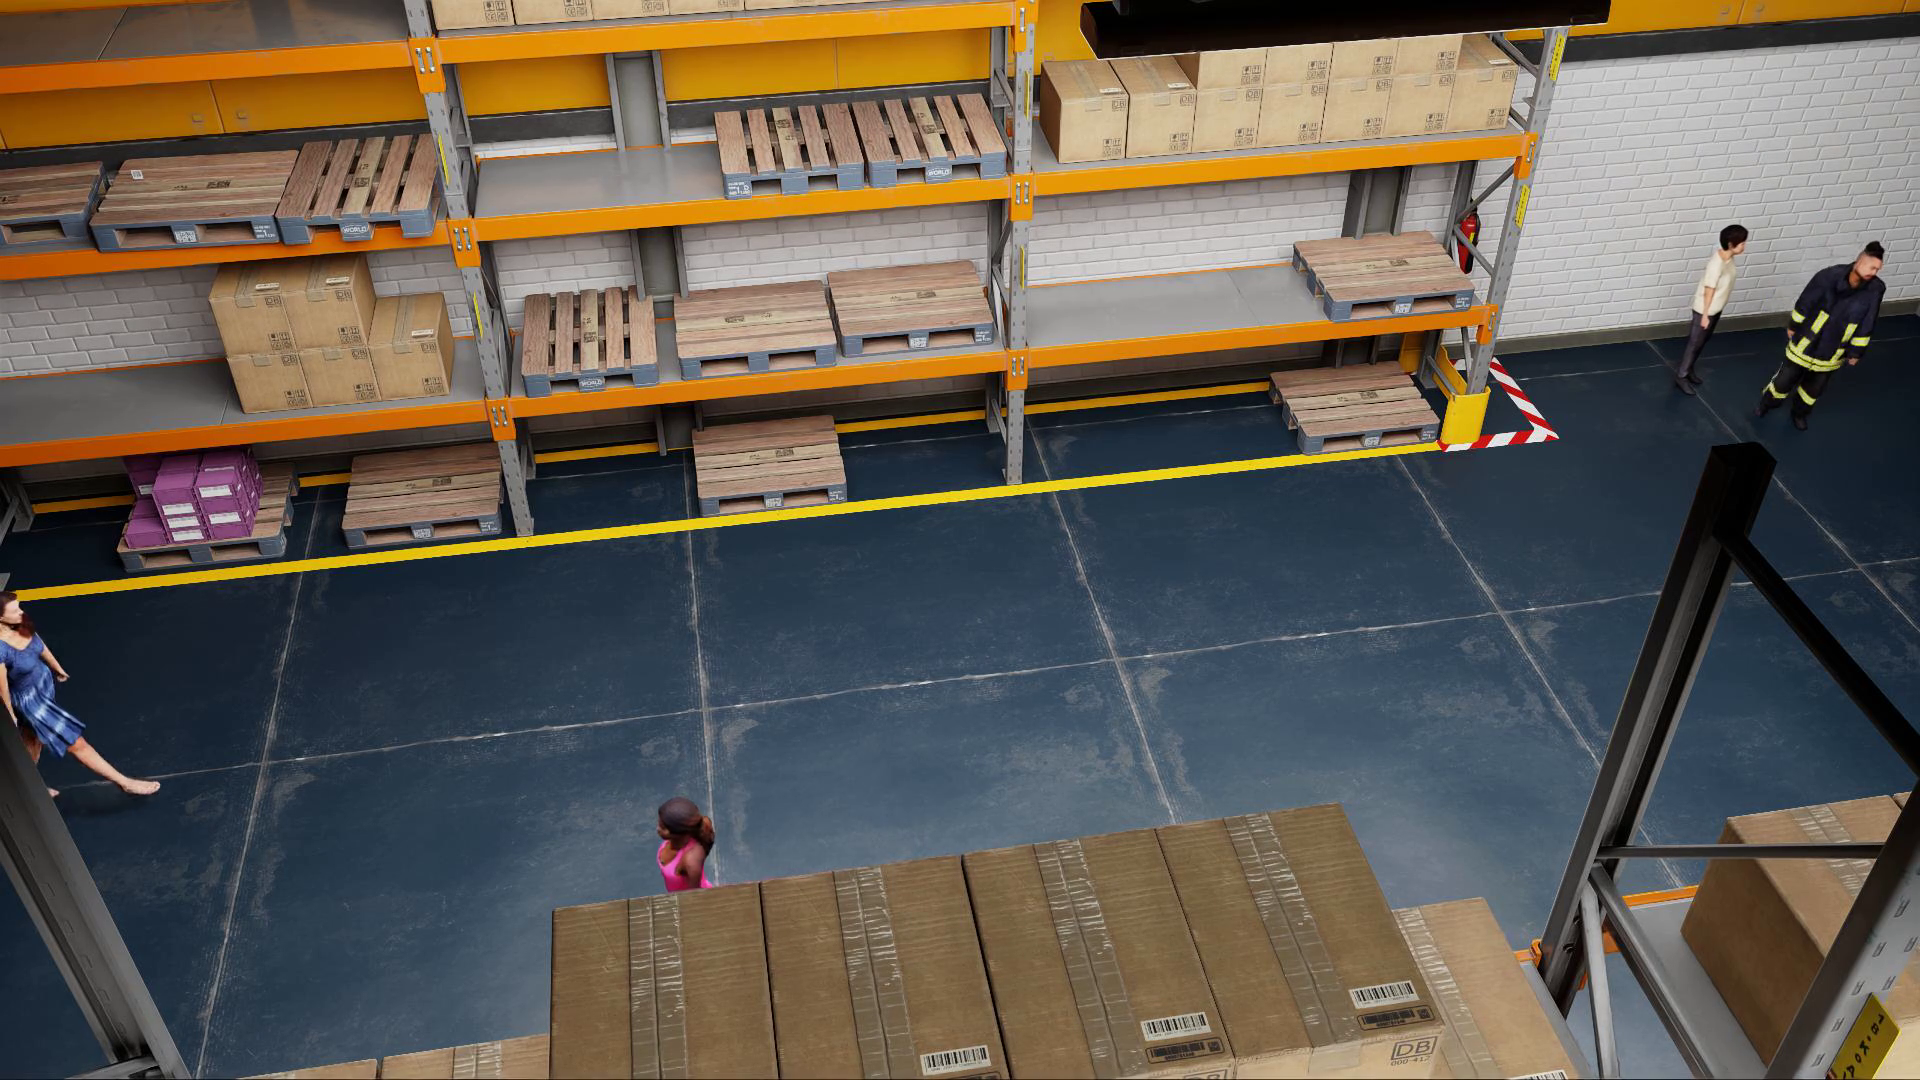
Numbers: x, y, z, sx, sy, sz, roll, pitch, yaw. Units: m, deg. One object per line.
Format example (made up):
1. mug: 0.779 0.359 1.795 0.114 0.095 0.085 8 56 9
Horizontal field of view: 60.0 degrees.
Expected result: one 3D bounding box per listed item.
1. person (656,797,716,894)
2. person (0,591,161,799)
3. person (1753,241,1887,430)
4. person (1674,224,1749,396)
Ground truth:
1. person: -1.400 2.061 9.329 0.870 1.713 0.673 -14 41 -17
2. person: -5.930 1.061 10.556 1.157 1.743 0.662 -5 39 -6
3. person: 7.271 -1.762 14.015 0.891 1.837 1.001 26 45 28
4. person: 6.547 -2.031 14.554 0.713 1.586 0.634 27 46 30
